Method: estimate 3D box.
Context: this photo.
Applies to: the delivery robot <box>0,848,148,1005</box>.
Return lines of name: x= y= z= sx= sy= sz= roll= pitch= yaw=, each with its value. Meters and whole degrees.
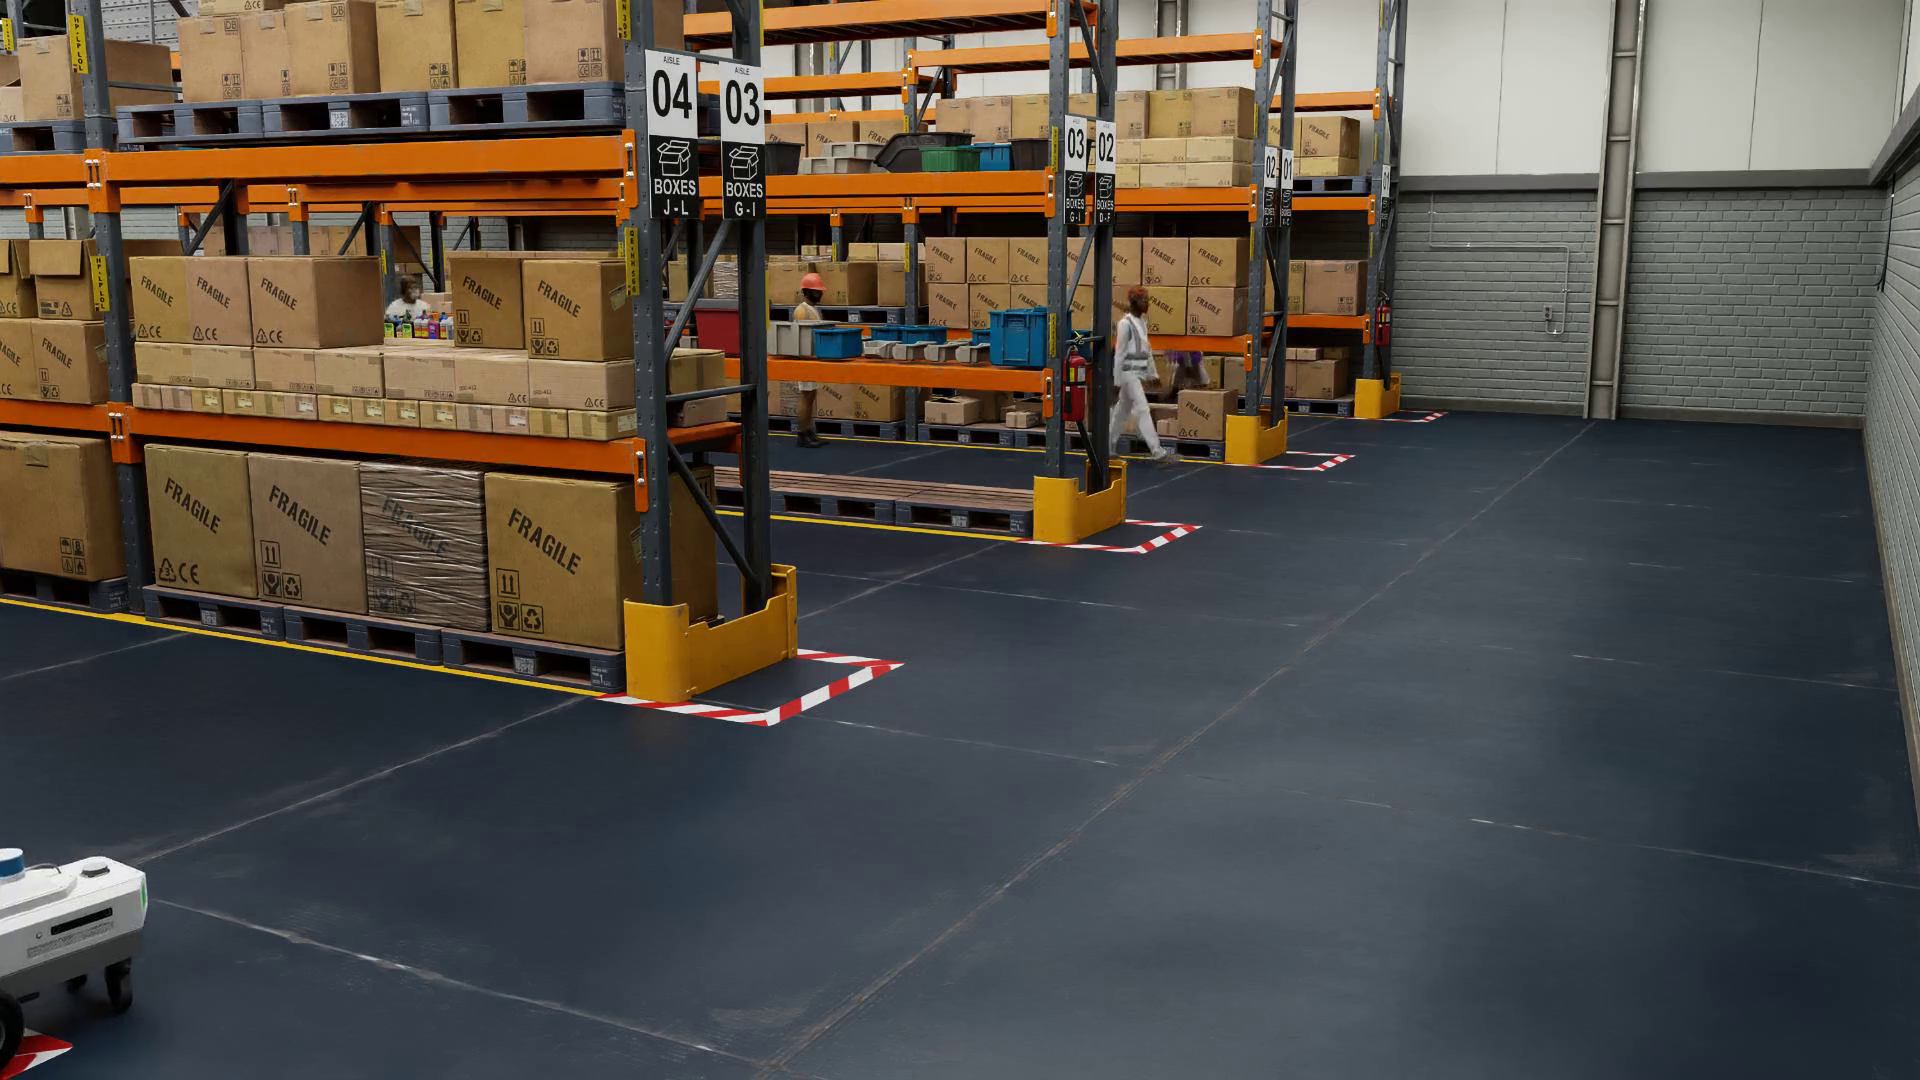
delivery robot: x=-2.781 y=1.149 z=4.880 sx=0.477 sy=0.478 sz=0.707 roll=7 pitch=13 yaw=34

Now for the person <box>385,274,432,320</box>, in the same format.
person: x=-6.063 y=-1.992 z=18.549 sx=0.738 sy=1.910 sz=0.656 roll=6 pitch=12 yaw=31

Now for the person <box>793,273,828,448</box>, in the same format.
person: x=-1.644 y=-1.991 z=18.492 sx=0.378 sy=1.932 sz=0.551 roll=2 pitch=11 yaw=11

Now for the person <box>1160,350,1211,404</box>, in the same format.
person: x=2.622 y=-2.108 z=19.265 sx=0.992 sy=1.900 sz=0.555 roll=7 pitch=13 yaw=34

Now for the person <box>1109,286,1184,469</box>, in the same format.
person: x=1.855 y=-1.636 z=16.815 sx=0.968 sy=1.836 sz=0.583 roll=4 pitch=11 yaw=21
